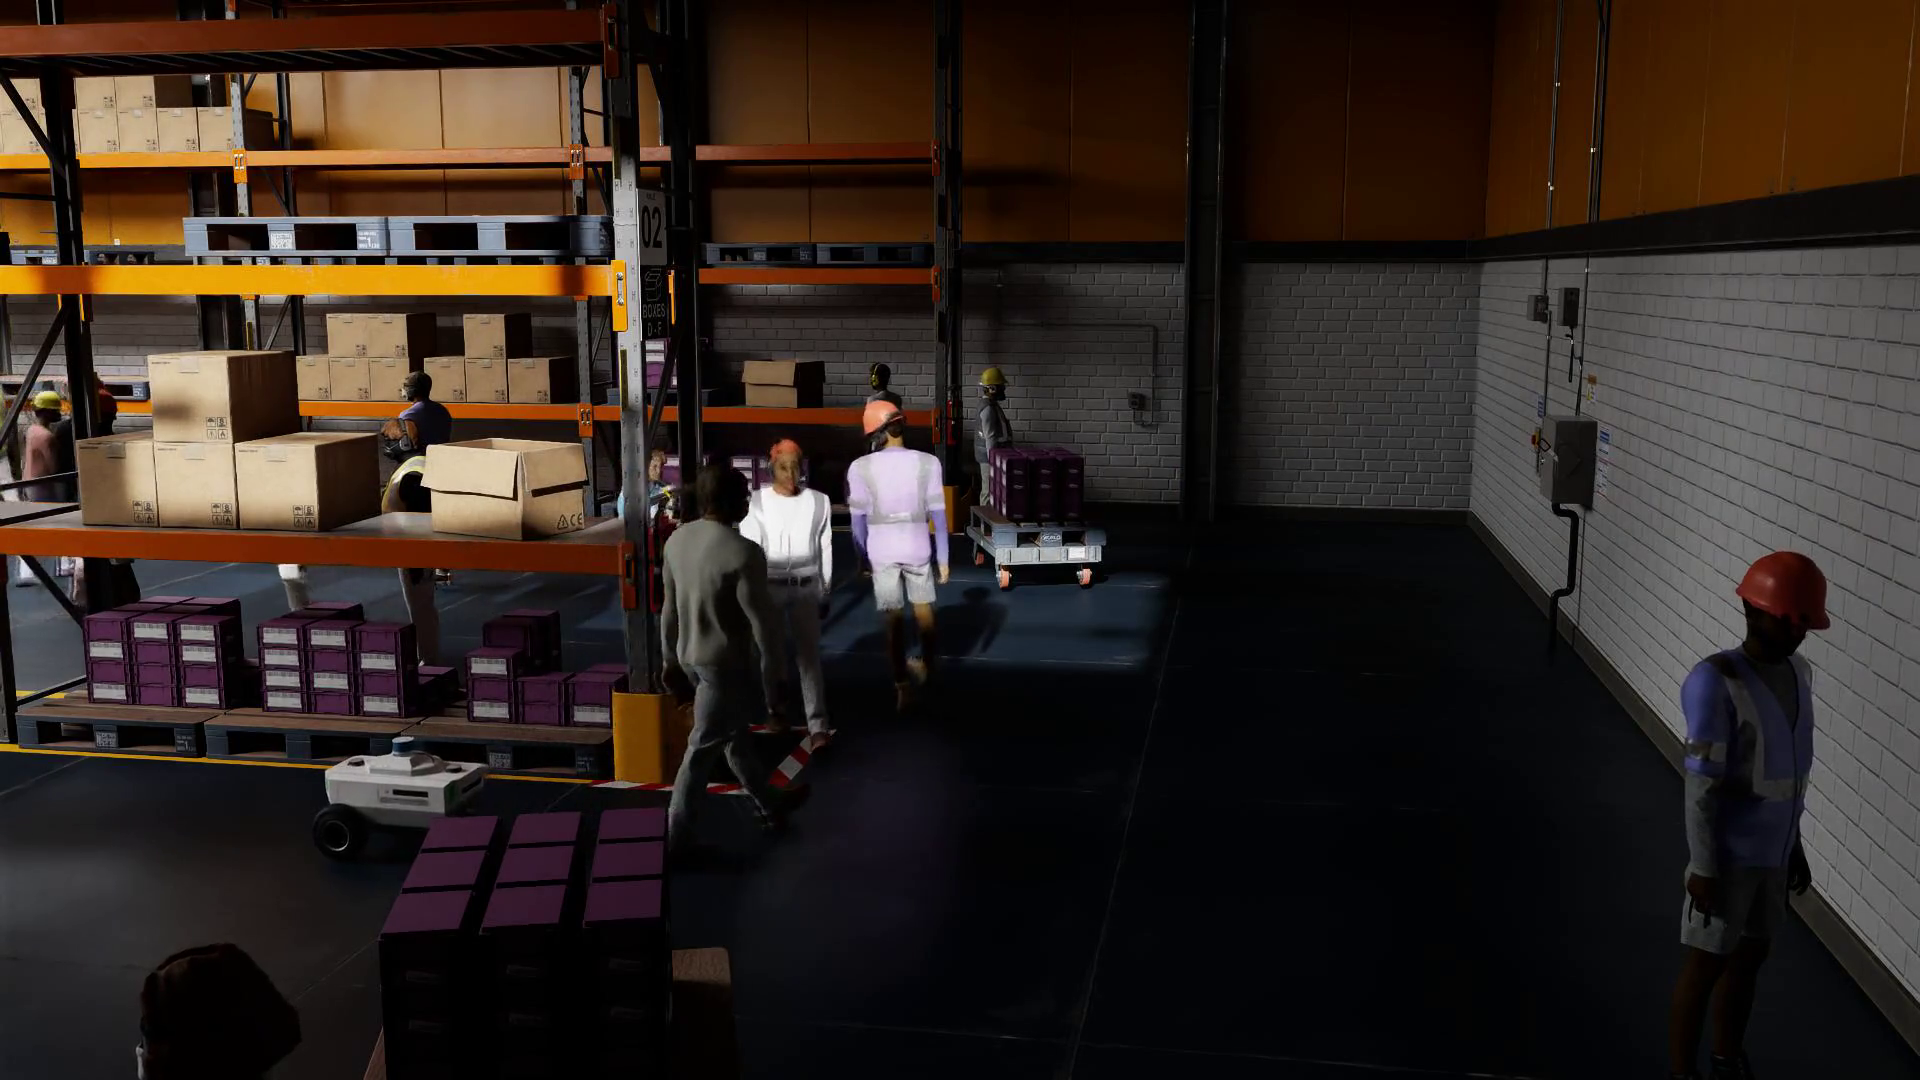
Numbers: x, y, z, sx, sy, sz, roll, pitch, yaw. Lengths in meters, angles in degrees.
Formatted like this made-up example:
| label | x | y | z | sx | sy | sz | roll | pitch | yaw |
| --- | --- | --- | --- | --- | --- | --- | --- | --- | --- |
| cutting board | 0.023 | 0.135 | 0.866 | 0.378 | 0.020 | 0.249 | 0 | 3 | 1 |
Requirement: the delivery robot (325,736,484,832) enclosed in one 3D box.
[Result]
| label | x | y | z | sx | sy | sz | roll | pitch | yaw |
| --- | --- | --- | --- | --- | --- | --- | --- | --- | --- |
| delivery robot | -2.667 | 1.190 | 8.006 | 0.707 | 0.478 | 0.477 | 2 | 9 | 12 |

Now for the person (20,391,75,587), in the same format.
| label | x | y | z | sx | sy | sz | roll | pitch | yaw |
| --- | --- | --- | --- | --- | --- | --- | --- | --- | --- |
| person | -8.140 | -0.466 | 14.912 | 0.744 | 1.732 | 0.589 | -8 | 12 | -40 |

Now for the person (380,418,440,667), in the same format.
| label | x | y | z | sx | sy | sz | roll | pitch | yaw |
| --- | --- | --- | --- | --- | --- | --- | --- | --- | --- |
| person | -3.669 | 0.098 | 11.130 | 0.428 | 1.836 | 0.626 | -3 | 10 | -19 |

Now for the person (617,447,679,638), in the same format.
| label | x | y | z | sx | sy | sz | roll | pitch | yaw |
| --- | --- | --- | --- | --- | --- | --- | --- | --- | --- |
| person | -2.053 | 0.173 | 11.330 | 0.788 | 1.600 | 0.530 | 9 | 13 | 44 |

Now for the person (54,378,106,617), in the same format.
| label | x | y | z | sx | sy | sz | roll | pitch | yaw |
| --- | --- | --- | --- | --- | --- | --- | --- | --- | --- |
| person | -6.854 | -0.332 | 13.343 | 0.777 | 1.966 | 0.654 | 0 | 9 | 1 |

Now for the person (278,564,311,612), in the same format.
| label | x | y | z | sx | sy | sz | roll | pitch | yaw |
| --- | --- | --- | --- | --- | --- | --- | --- | --- | --- |
| person | -4.986 | 0.006 | 12.310 | 0.424 | 1.623 | 0.531 | 2 | 9 | 10 |

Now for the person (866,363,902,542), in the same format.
| label | x | y | z | sx | sy | sz | roll | pitch | yaw |
| --- | --- | --- | --- | --- | --- | --- | --- | --- | --- |
| person | -0.788 | -0.894 | 17.215 | 0.325 | 1.862 | 0.508 | 7 | 12 | 39 |

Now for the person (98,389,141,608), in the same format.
| label | x | y | z | sx | sy | sz | roll | pitch | yaw |
| --- | --- | --- | --- | --- | --- | --- | --- | --- | --- |
| person | -6.320 | -0.151 | 12.342 | 0.542 | 1.938 | 0.358 | 9 | 13 | 43 |

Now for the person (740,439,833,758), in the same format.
| label | x | y | z | sx | sy | sz | roll | pitch | yaw |
| --- | --- | --- | --- | --- | --- | --- | --- | --- | --- |
| person | -0.998 | 0.328 | 9.716 | 0.561 | 1.827 | 1.030 | -2 | 9 | -15 |

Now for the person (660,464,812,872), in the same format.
| label | x | y | z | sx | sy | sz | roll | pitch | yaw |
| --- | --- | --- | --- | --- | --- | --- | --- | --- | --- |
| person | -1.065 | 0.579 | 7.945 | 1.005 | 1.885 | 0.658 | -9 | 13 | -43 |

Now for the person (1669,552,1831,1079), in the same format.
| label | x | y | z | sx | sy | sz | roll | pitch | yaw |
| --- | --- | --- | --- | --- | --- | --- | --- | --- | --- |
| person | 2.539 | 0.985 | 5.324 | 0.542 | 1.928 | 0.374 | -5 | 11 | -30 |

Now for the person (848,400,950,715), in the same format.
| label | x | y | z | sx | sy | sz | roll | pitch | yaw |
| --- | --- | --- | --- | --- | --- | --- | --- | --- | --- |
| person | -0.397 | 0.089 | 10.758 | 0.638 | 1.972 | 0.924 | -1 | 9 | -9 |

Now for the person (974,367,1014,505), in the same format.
| label | x | y | z | sx | sy | sz | roll | pitch | yaw |
| --- | --- | --- | --- | --- | --- | --- | --- | --- | --- |
| person | 0.343 | -0.835 | 16.895 | 0.404 | 1.837 | 0.590 | 0 | 9 | -2 |

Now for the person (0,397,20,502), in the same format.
| label | x | y | z | sx | sy | sz | roll | pitch | yaw |
| --- | --- | --- | --- | --- | --- | --- | --- | --- | --- |
| person | -10.255 | -0.889 | 17.403 | 1.002 | 1.777 | 0.642 | 4 | 10 | 22 |

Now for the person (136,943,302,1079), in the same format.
| label | x | y | z | sx | sy | sz | roll | pitch | yaw |
| --- | --- | --- | --- | --- | --- | --- | --- | --- | --- |
| person | -1.284 | 1.507 | 2.993 | 0.265 | 1.631 | 0.507 | -6 | 11 | -32 |

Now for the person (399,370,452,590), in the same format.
| label | x | y | z | sx | sy | sz | roll | pitch | yaw |
| --- | --- | --- | --- | --- | --- | --- | --- | --- | --- |
| person | -4.713 | -0.523 | 14.645 | 0.364 | 1.939 | 0.636 | 3 | 10 | 16 |
